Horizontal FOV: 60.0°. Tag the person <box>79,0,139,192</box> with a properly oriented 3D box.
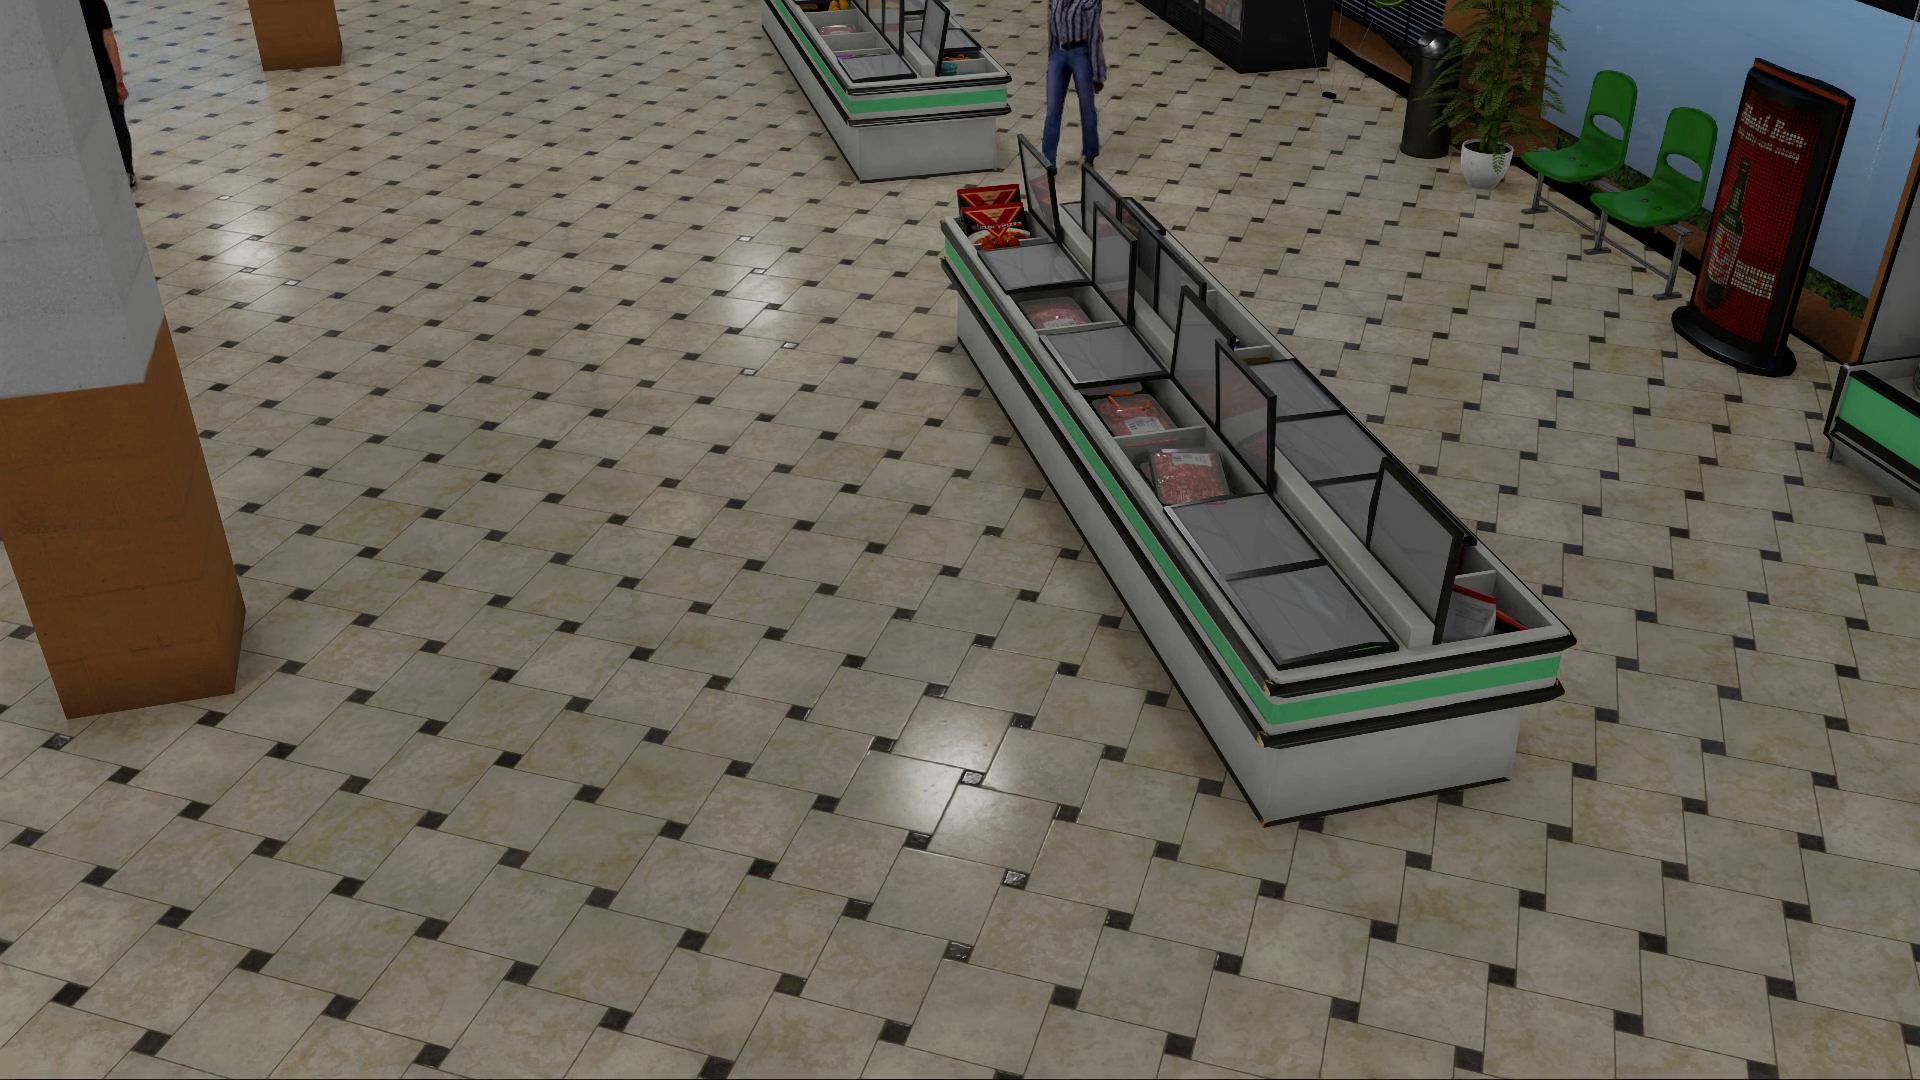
[{"bbox_3d":[-6.489,-3.517,12.507,0.617,1.813,0.871,-9,33,-13],"label":"person"}]

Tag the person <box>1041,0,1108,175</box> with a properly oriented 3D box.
[{"bbox_3d":[0.913,-3.617,12.746,1.232,1.730,1.265,17,36,25],"label":"person"}]
